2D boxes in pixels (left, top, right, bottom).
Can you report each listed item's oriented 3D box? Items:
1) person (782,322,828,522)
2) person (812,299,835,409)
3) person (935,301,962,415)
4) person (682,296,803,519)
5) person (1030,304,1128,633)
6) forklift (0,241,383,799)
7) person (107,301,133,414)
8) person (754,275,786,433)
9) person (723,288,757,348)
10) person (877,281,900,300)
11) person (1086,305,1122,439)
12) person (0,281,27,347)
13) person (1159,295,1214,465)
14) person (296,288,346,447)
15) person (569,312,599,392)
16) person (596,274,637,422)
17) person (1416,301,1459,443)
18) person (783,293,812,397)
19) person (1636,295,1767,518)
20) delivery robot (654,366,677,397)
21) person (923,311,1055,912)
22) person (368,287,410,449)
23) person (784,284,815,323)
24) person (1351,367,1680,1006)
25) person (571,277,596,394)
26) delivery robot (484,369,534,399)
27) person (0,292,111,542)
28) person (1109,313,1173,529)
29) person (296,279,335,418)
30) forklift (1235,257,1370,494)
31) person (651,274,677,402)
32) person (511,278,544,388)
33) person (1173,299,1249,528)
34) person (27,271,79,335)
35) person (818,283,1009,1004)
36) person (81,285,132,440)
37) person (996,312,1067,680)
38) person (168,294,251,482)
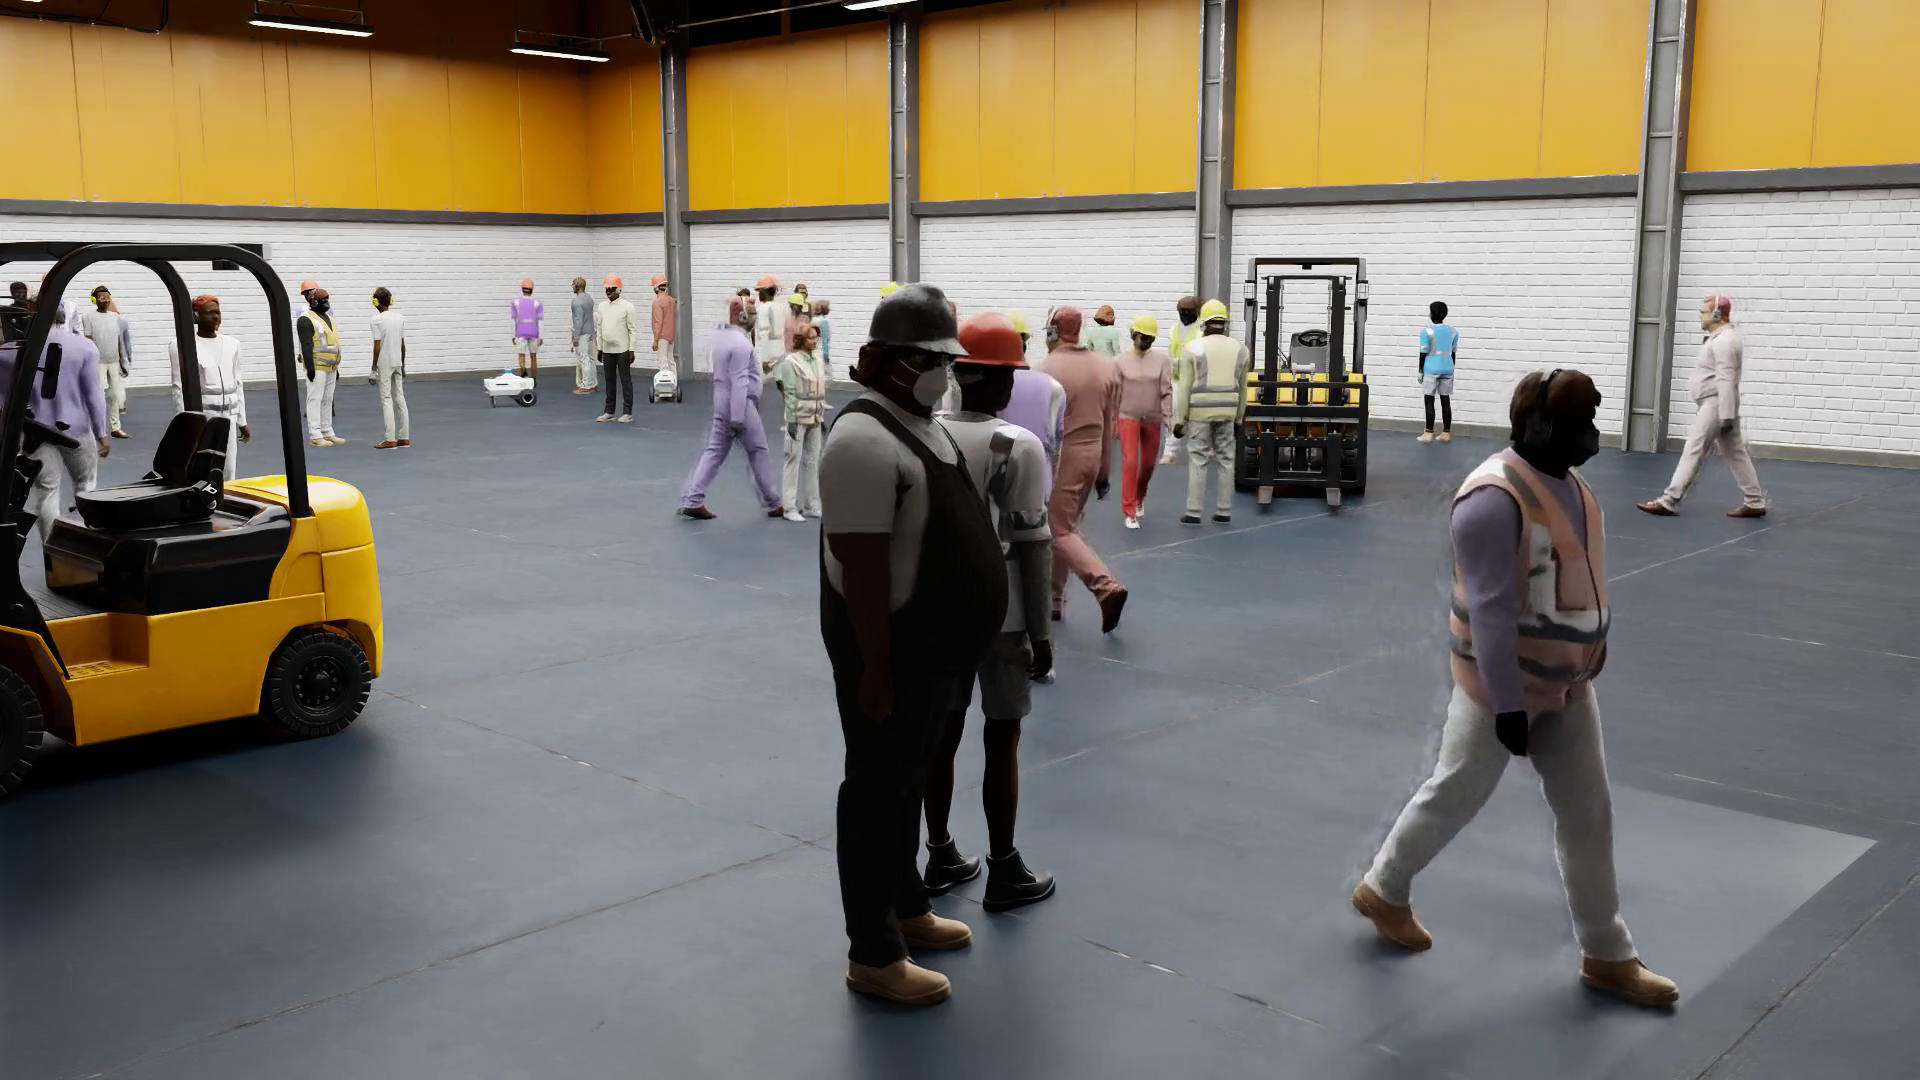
[{"bbox_3d":[-1.280,-0.972,13.710,0.312,1.638,0.520,6,11,32],"label":"person"},{"bbox_3d":[-2.039,-2.714,24.398,0.394,1.622,0.537,-3,10,-19],"label":"person"},{"bbox_3d":[-0.107,-2.573,23.541,0.452,1.623,0.535,4,10,24],"label":"person"},{"bbox_3d":[-1.857,-1.079,13.740,1.006,1.857,0.657,-5,10,-27],"label":"person"},{"bbox_3d":[0.662,-0.410,9.533,0.855,1.875,0.648,9,13,43],"label":"person"},{"bbox_3d":[-3.706,-0.171,7.093,1.214,2.155,2.313,9,13,43],"label":"forklift"},{"bbox_3d":[-12.148,-2.613,23.807,0.496,1.614,0.520,5,11,29],"label":"person"},{"bbox_3d":[-2.429,-2.344,21.060,1.054,1.985,0.637,4,10,24],"label":"person"},{"bbox_3d":[-3.100,-2.621,23.299,0.526,1.823,0.977,-2,9,-11],"label":"person"},{"bbox_3d":[-0.857,-2.304,21.020,0.419,1.910,0.627,-1,9,-3],"label":"person"},{"bbox_3d":[1.764,-2.049,20.319,0.497,1.633,0.279,8,12,40],"label":"person"},{"bbox_3d":[-11.656,-2.254,20.713,0.604,1.916,0.381,-5,11,-28],"label":"person"},{"bbox_3d":[2.482,-1.694,17.649,0.637,1.801,0.714,8,12,40],"label":"person"},{"bbox_3d":[-7.467,-2.016,19.479,0.430,1.845,0.619,1,9,8],"label":"person"},{"bbox_3d":[-6.283,-3.273,27.883,0.504,1.608,0.375,-2,9,-11],"label":"person"},{"bbox_3d":[-4.654,-2.582,22.479,0.610,1.996,0.386,4,10,25],"label":"person"},{"bbox_3d":[5.699,-2.001,19.863,0.536,1.691,0.321,-3,10,-20],"label":"person"},{"bbox_3d":[-2.430,-2.715,24.112,0.531,1.733,0.746,-7,12,-37],"label":"person"},{"bbox_3d":[6.261,-1.098,13.830,1.012,1.851,0.673,4,10,26],"label":"person"},{"bbox_3d":[-4.592,-2.472,25.923,0.477,0.478,0.707,-2,9,-9],"label":"delivery robot"},{"bbox_3d":[0.075,0.231,5.414,0.552,1.934,0.364,7,11,35],"label":"person"},{"bbox_3d":[-6.594,-1.974,19.158,0.326,1.865,0.519,5,10,27],"label":"person"},{"bbox_3d":[-2.460,-3.033,25.707,0.511,1.844,0.338,-4,10,-25],"label":"person"},{"bbox_3d":[1.598,0.394,4.849,0.634,1.806,0.950,-8,12,-40],"label":"person"},{"bbox_3d":[-6.259,-3.387,27.592,0.379,1.940,0.629,2,9,9],"label":"person"},{"bbox_3d":[-6.785,-2.322,25.004,0.707,0.478,0.477,-4,10,-23],"label":"delivery robot"},{"bbox_3d":[-6.149,-0.727,11.358,0.661,1.908,0.820,-3,10,-18],"label":"person"},{"bbox_3d":[1.452,-0.988,13.537,0.515,1.724,0.806,-1,9,-8],"label":"person"},{"bbox_3d":[-8.987,-2.661,23.175,0.368,1.929,0.542,7,12,37],"label":"person"},{"bbox_3d":[3.309,-1.629,16.029,1.214,2.155,2.313,2,9,11],"label":"forklift"},{"bbox_3d":[-4.648,-3.153,25.992,0.391,1.990,0.621,3,10,15],"label":"person"},{"bbox_3d":[-7.498,-3.583,28.858,0.556,1.917,0.604,-2,9,-13],"label":"person"},{"bbox_3d":[2.010,-1.009,13.344,0.596,1.830,0.403,-3,10,-17],"label":"person"},{"bbox_3d":[-11.296,-2.335,20.821,0.381,2.045,0.605,8,12,40],"label":"person"},{"bbox_3d":[-0.126,0.275,4.826,0.536,2.000,0.681,2,10,13],"label":"person"},{"bbox_3d":[-10.350,-2.143,20.175,0.329,1.873,0.516,5,11,29],"label":"person"},{"bbox_3d":[0.230,-0.245,8.608,0.659,1.840,1.001,-4,10,-22],"label":"person"},{"bbox_3d":[-5.571,-0.882,12.399,0.355,1.885,0.576,5,11,30],"label":"person"}]
